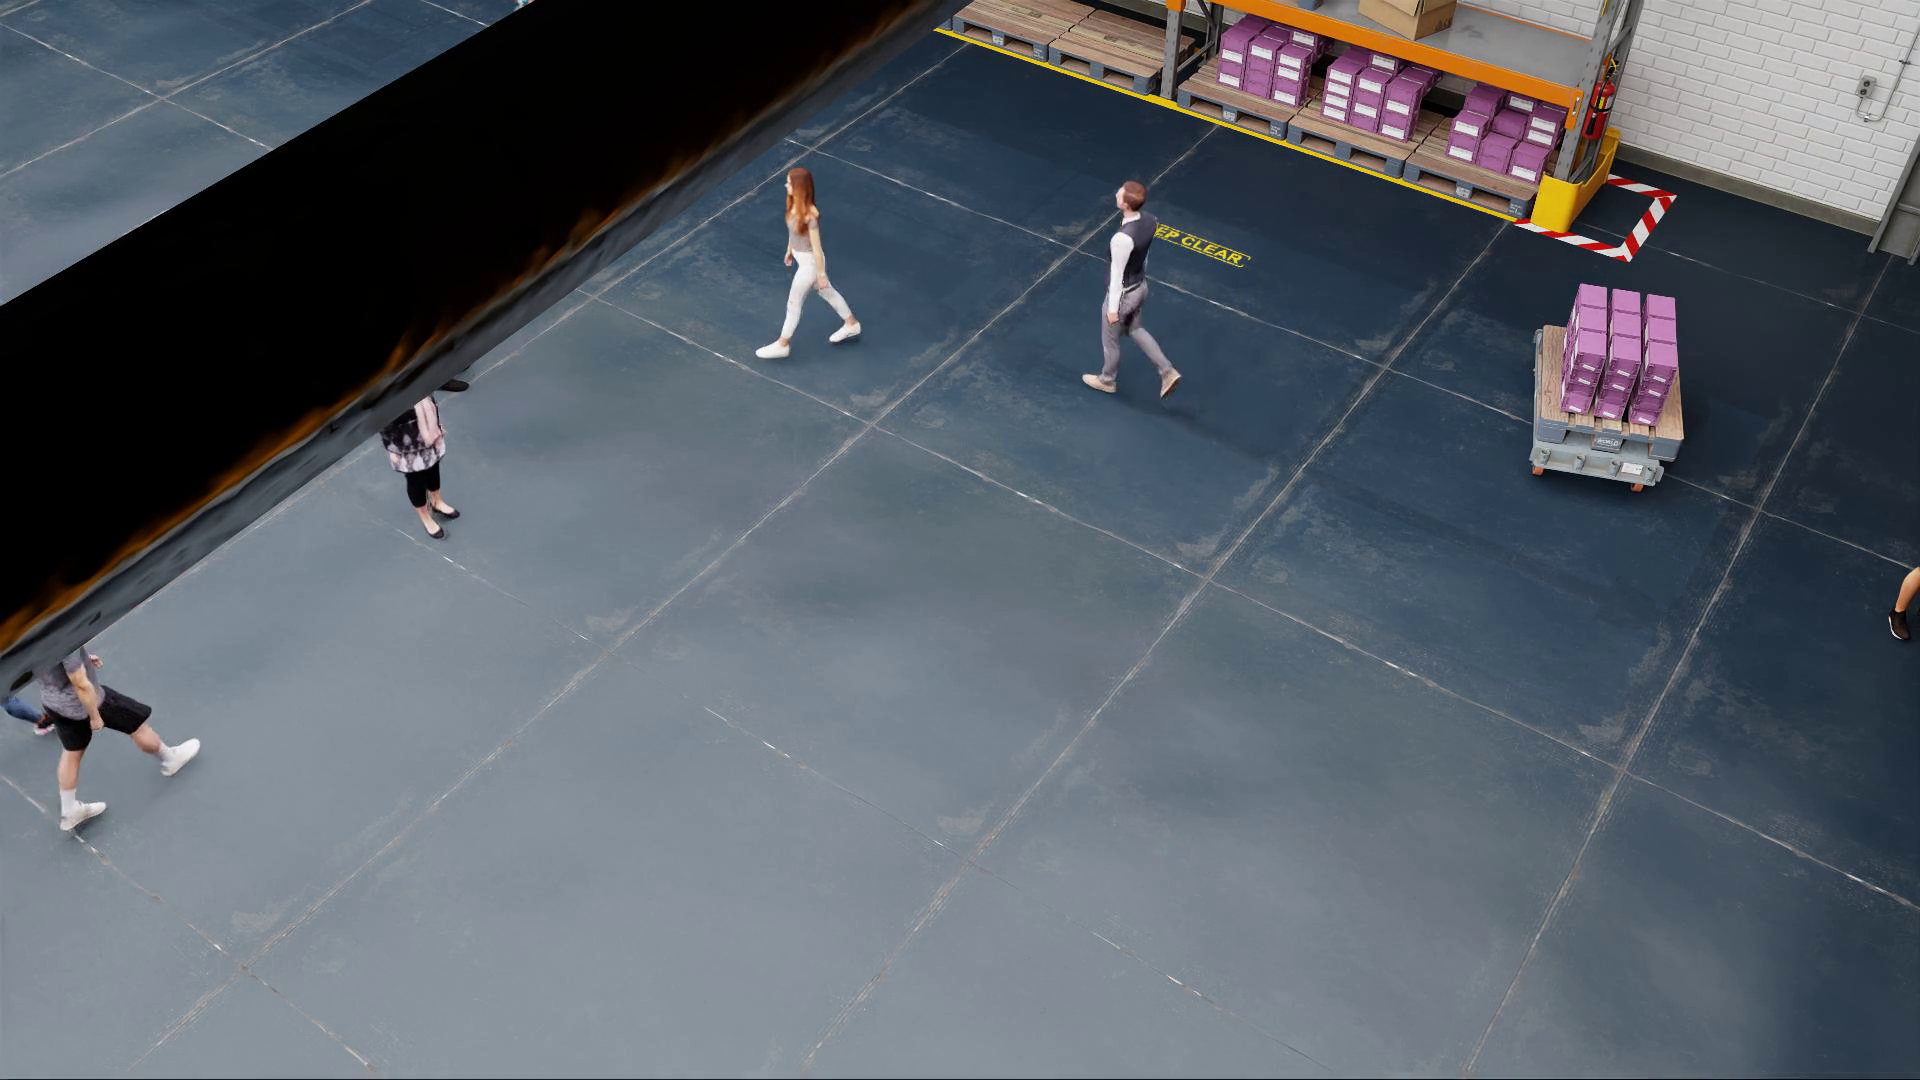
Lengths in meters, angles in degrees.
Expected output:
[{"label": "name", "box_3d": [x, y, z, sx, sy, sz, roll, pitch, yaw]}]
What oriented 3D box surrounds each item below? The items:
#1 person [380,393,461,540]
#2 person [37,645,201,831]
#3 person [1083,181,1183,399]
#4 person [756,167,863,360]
[{"label": "person", "box_3d": [-3.872, -0.756, 11.730, 0.608, 1.638, 0.619, 25, 49, 24]}, {"label": "person", "box_3d": [-5.272, 0.980, 9.761, 1.105, 1.842, 0.793, 22, 48, 21]}, {"label": "person", "box_3d": [1.351, -1.852, 12.679, 1.030, 1.917, 0.666, 24, 49, 23]}, {"label": "person", "box_3d": [-1.115, -2.203, 13.219, 1.117, 1.680, 1.148, -12, 45, -13]}]
